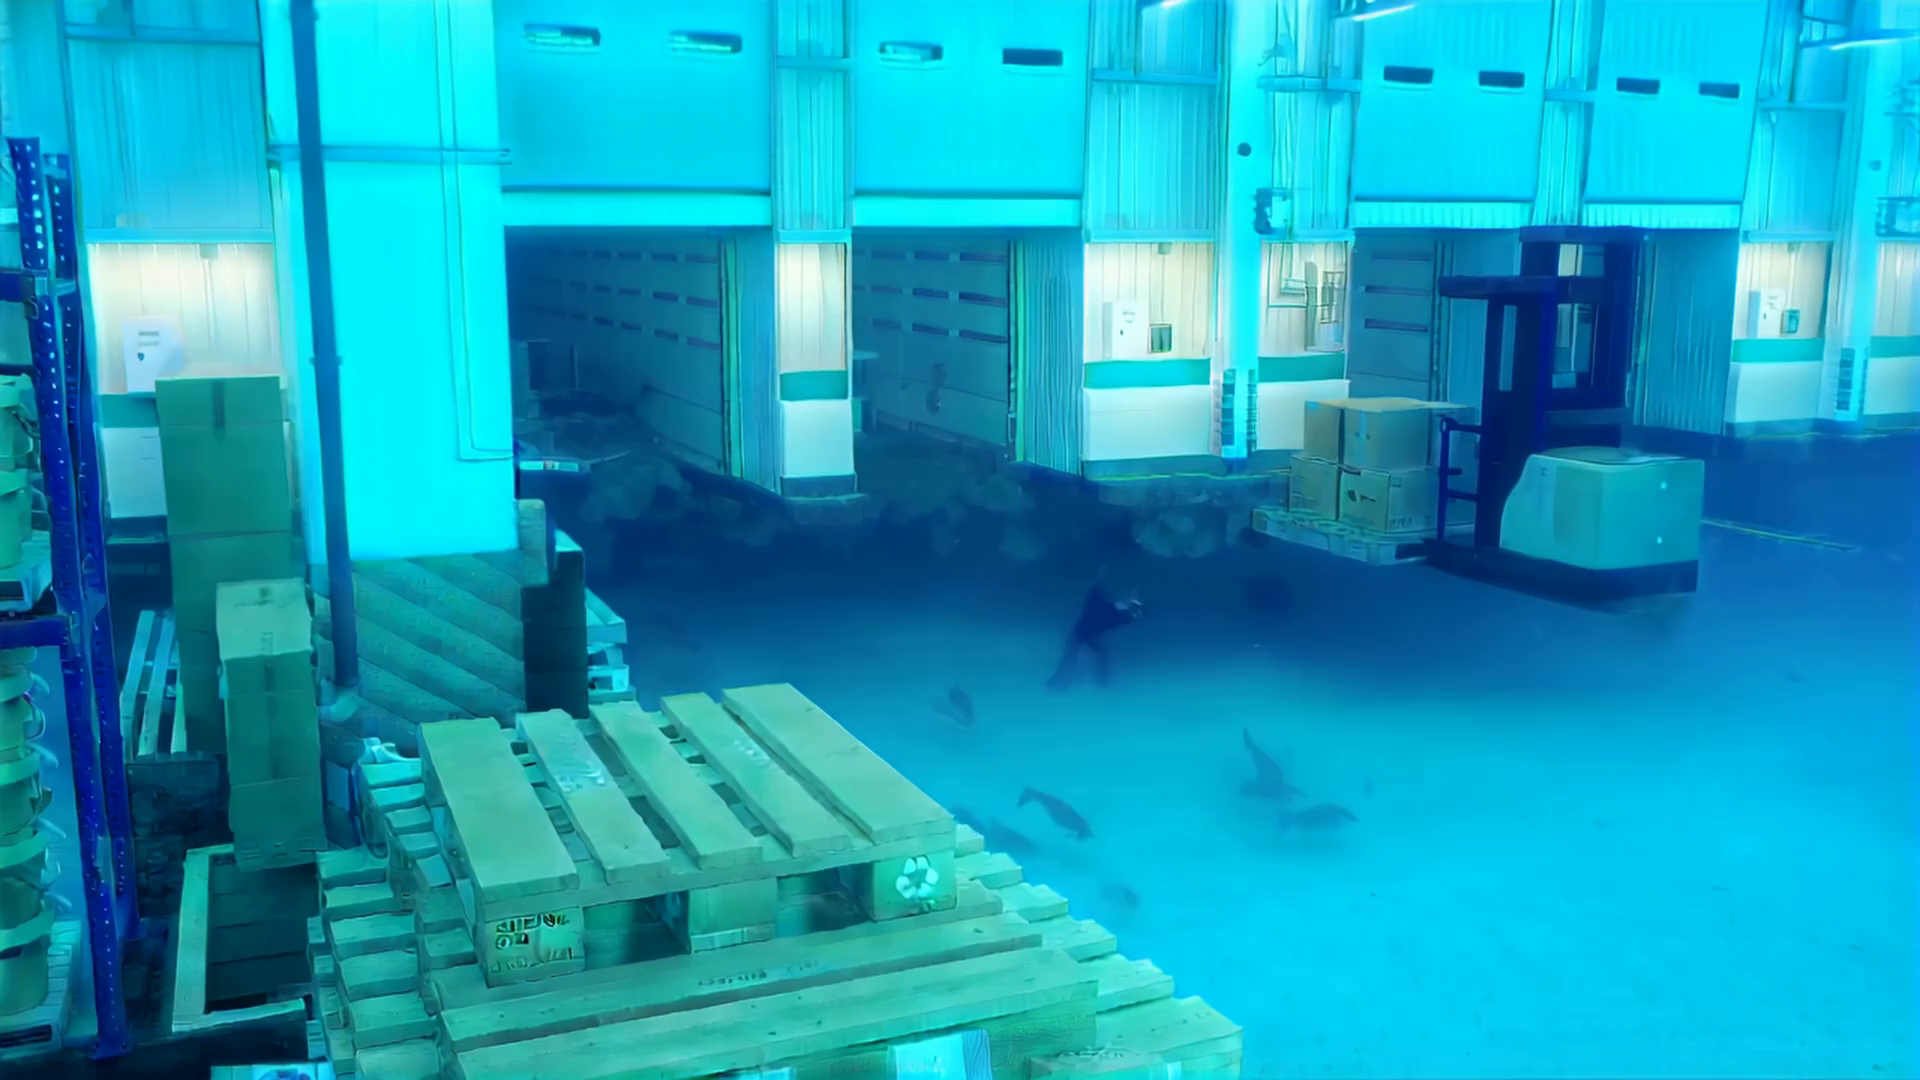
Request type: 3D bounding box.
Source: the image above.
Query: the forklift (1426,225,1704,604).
[{"bbox_3d":[4.755,-1.046,12.953,1.129,2.768,1.873,-4,11,-23],"label":"forklift"}]

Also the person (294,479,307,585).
[{"bbox_3d":[-4.217,-0.179,10.934,1.012,1.894,0.554,-4,11,-22],"label":"person"}]
